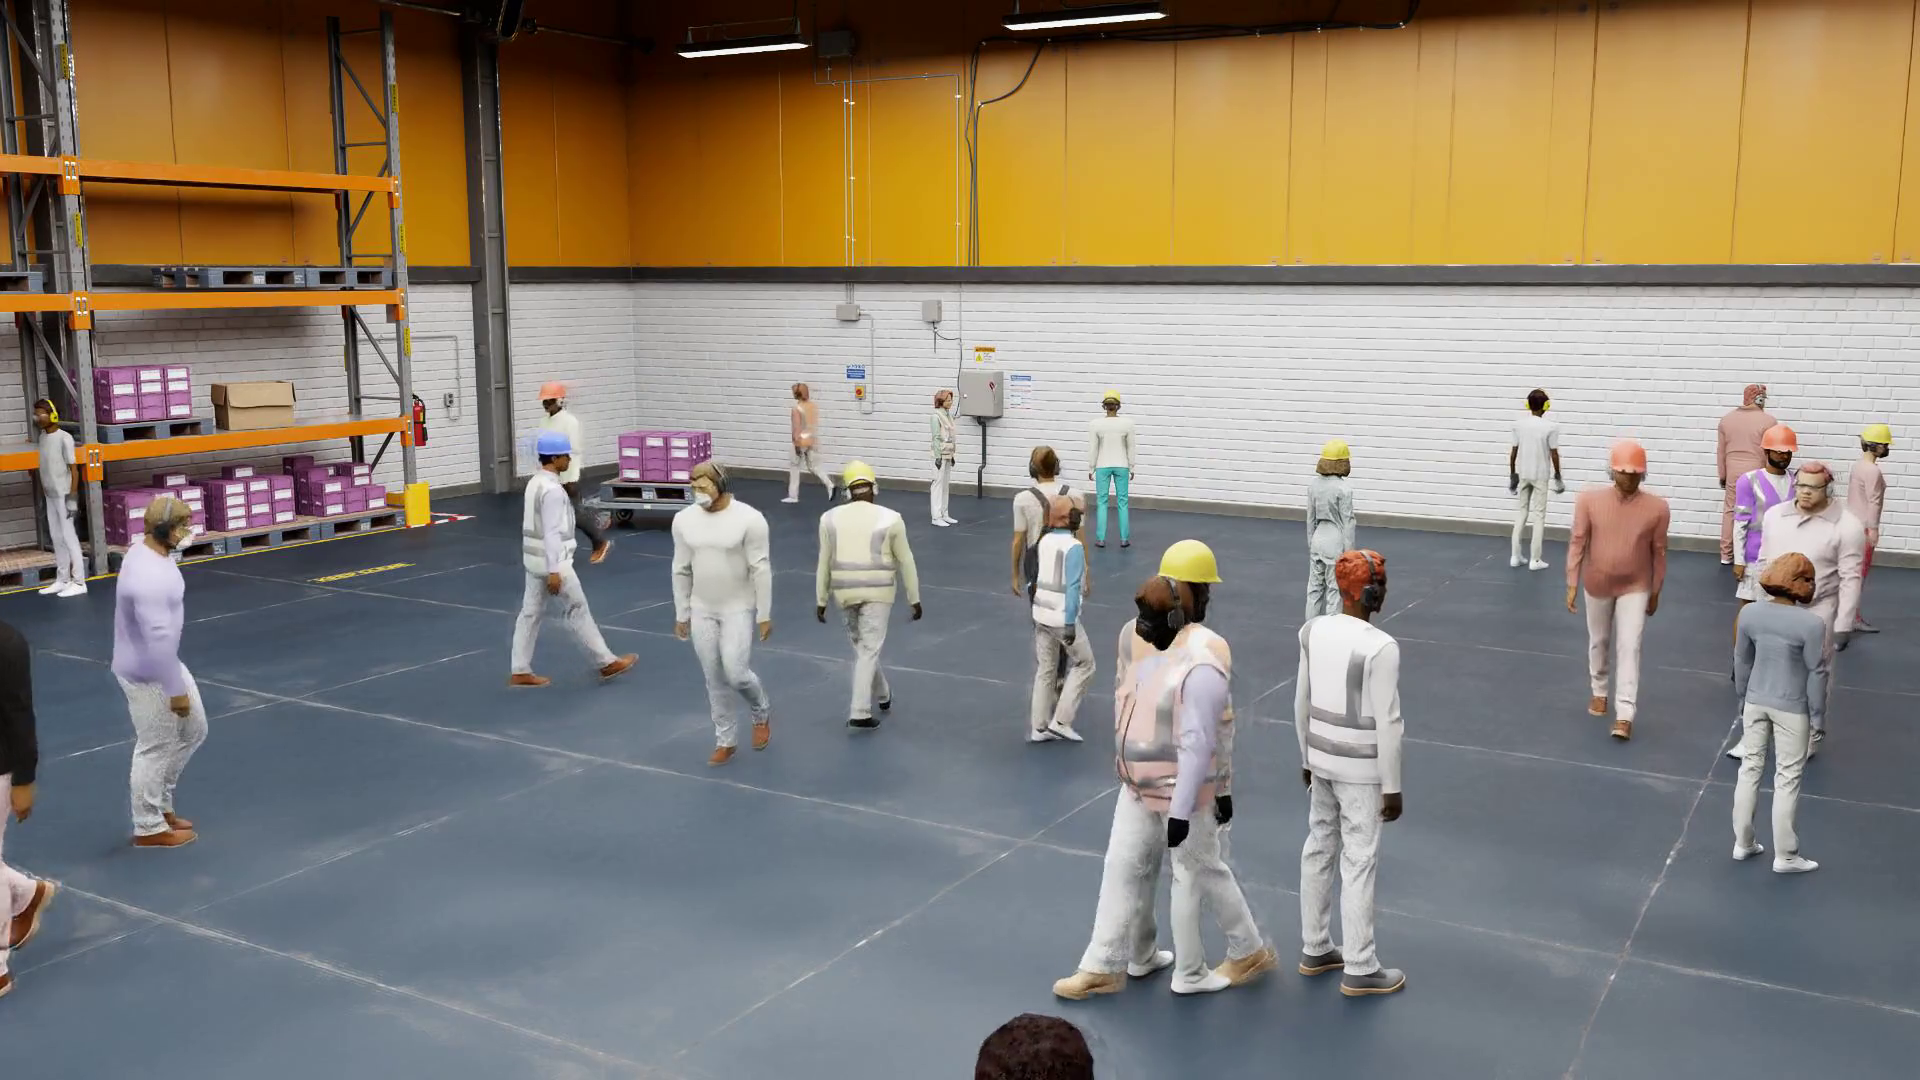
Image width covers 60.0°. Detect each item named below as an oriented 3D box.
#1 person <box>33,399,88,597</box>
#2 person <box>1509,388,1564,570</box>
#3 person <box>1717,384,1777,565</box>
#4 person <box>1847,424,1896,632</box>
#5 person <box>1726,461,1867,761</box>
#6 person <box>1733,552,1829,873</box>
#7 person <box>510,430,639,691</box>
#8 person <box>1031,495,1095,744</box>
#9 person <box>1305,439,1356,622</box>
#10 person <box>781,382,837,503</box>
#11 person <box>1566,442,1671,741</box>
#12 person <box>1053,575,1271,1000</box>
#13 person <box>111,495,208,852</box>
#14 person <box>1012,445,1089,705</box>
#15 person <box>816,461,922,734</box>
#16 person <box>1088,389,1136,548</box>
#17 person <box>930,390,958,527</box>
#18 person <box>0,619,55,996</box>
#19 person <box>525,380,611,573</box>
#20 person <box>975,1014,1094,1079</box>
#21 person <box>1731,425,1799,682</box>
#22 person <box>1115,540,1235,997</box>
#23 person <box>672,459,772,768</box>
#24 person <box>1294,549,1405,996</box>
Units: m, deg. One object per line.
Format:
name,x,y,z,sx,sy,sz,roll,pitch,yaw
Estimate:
person,-8.497,-0.399,15.655,0.532,1.865,0.310,6,11,32
person,5.909,-0.625,17.077,0.379,1.868,0.522,-8,12,-43
person,8.142,-0.656,17.154,0.404,1.903,0.636,-6,11,-33
person,7.711,-0.108,14.154,0.326,1.765,0.530,2,9,11
person,5.097,0.464,10.172,0.704,1.887,0.679,-7,11,-37
person,4.176,0.867,8.473,0.279,1.633,0.499,-5,10,-27
person,-2.876,0.144,12.147,0.965,1.896,0.639,-5,10,-30
person,0.647,0.519,10.686,0.442,1.614,0.545,-4,10,-26
person,2.923,0.078,13.059,0.294,1.744,0.486,-6,11,-31
person,-2.001,-1.274,21.899,0.699,1.612,0.521,5,10,27
person,4.372,0.305,11.091,0.615,1.940,1.017,4,10,23
person,0.899,1.033,6.949,0.948,1.805,0.630,-4,10,-24
person,-4.158,0.710,8.640,0.460,1.904,0.666,-3,10,-20
person,0.618,0.231,11.863,0.540,1.817,0.707,-2,9,-10
person,-0.594,0.366,11.172,0.677,1.767,0.877,3,10,18
person,1.679,-0.788,18.425,0.524,1.760,0.327,0,9,1
person,-0.207,-0.988,20.037,0.307,1.641,0.514,3,10,19
person,-4.106,0.938,6.975,0.629,1.972,0.625,2,9,14
person,-4.022,-0.658,16.998,0.620,1.966,0.914,7,12,38
person,0.116,1.701,2.557,0.372,1.878,0.684,-4,10,-23
person,5.947,0.118,12.202,0.552,1.937,0.356,-1,9,-7
person,0.927,0.952,7.039,0.386,1.922,0.594,-8,12,-41
person,-1.459,0.447,10.250,0.642,1.914,0.483,3,10,18
person,1.653,0.972,7.047,0.361,1.883,0.574,-5,10,-27
